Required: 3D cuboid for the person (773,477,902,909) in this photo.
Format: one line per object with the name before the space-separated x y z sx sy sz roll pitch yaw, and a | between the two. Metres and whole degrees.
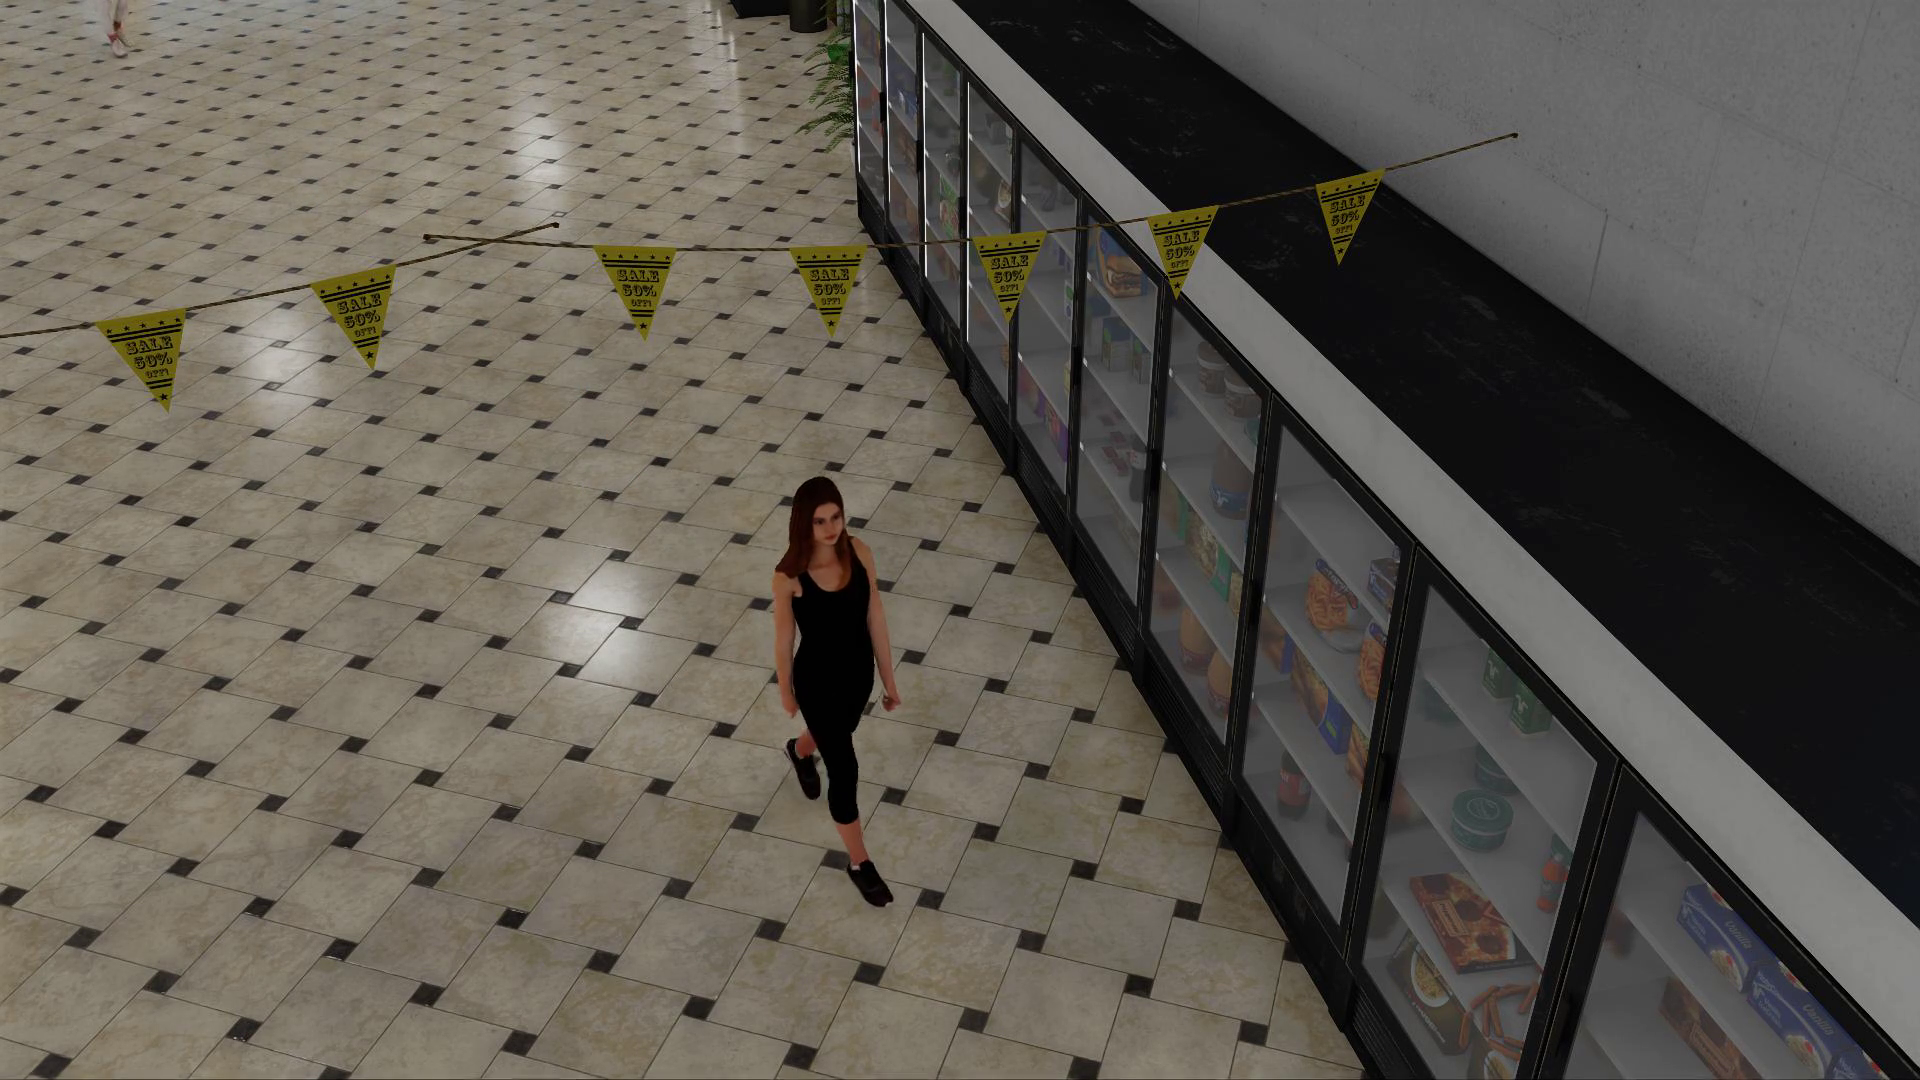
person | -0.510 0.482 6.277 1.171 1.688 0.900 -20 37 -29
